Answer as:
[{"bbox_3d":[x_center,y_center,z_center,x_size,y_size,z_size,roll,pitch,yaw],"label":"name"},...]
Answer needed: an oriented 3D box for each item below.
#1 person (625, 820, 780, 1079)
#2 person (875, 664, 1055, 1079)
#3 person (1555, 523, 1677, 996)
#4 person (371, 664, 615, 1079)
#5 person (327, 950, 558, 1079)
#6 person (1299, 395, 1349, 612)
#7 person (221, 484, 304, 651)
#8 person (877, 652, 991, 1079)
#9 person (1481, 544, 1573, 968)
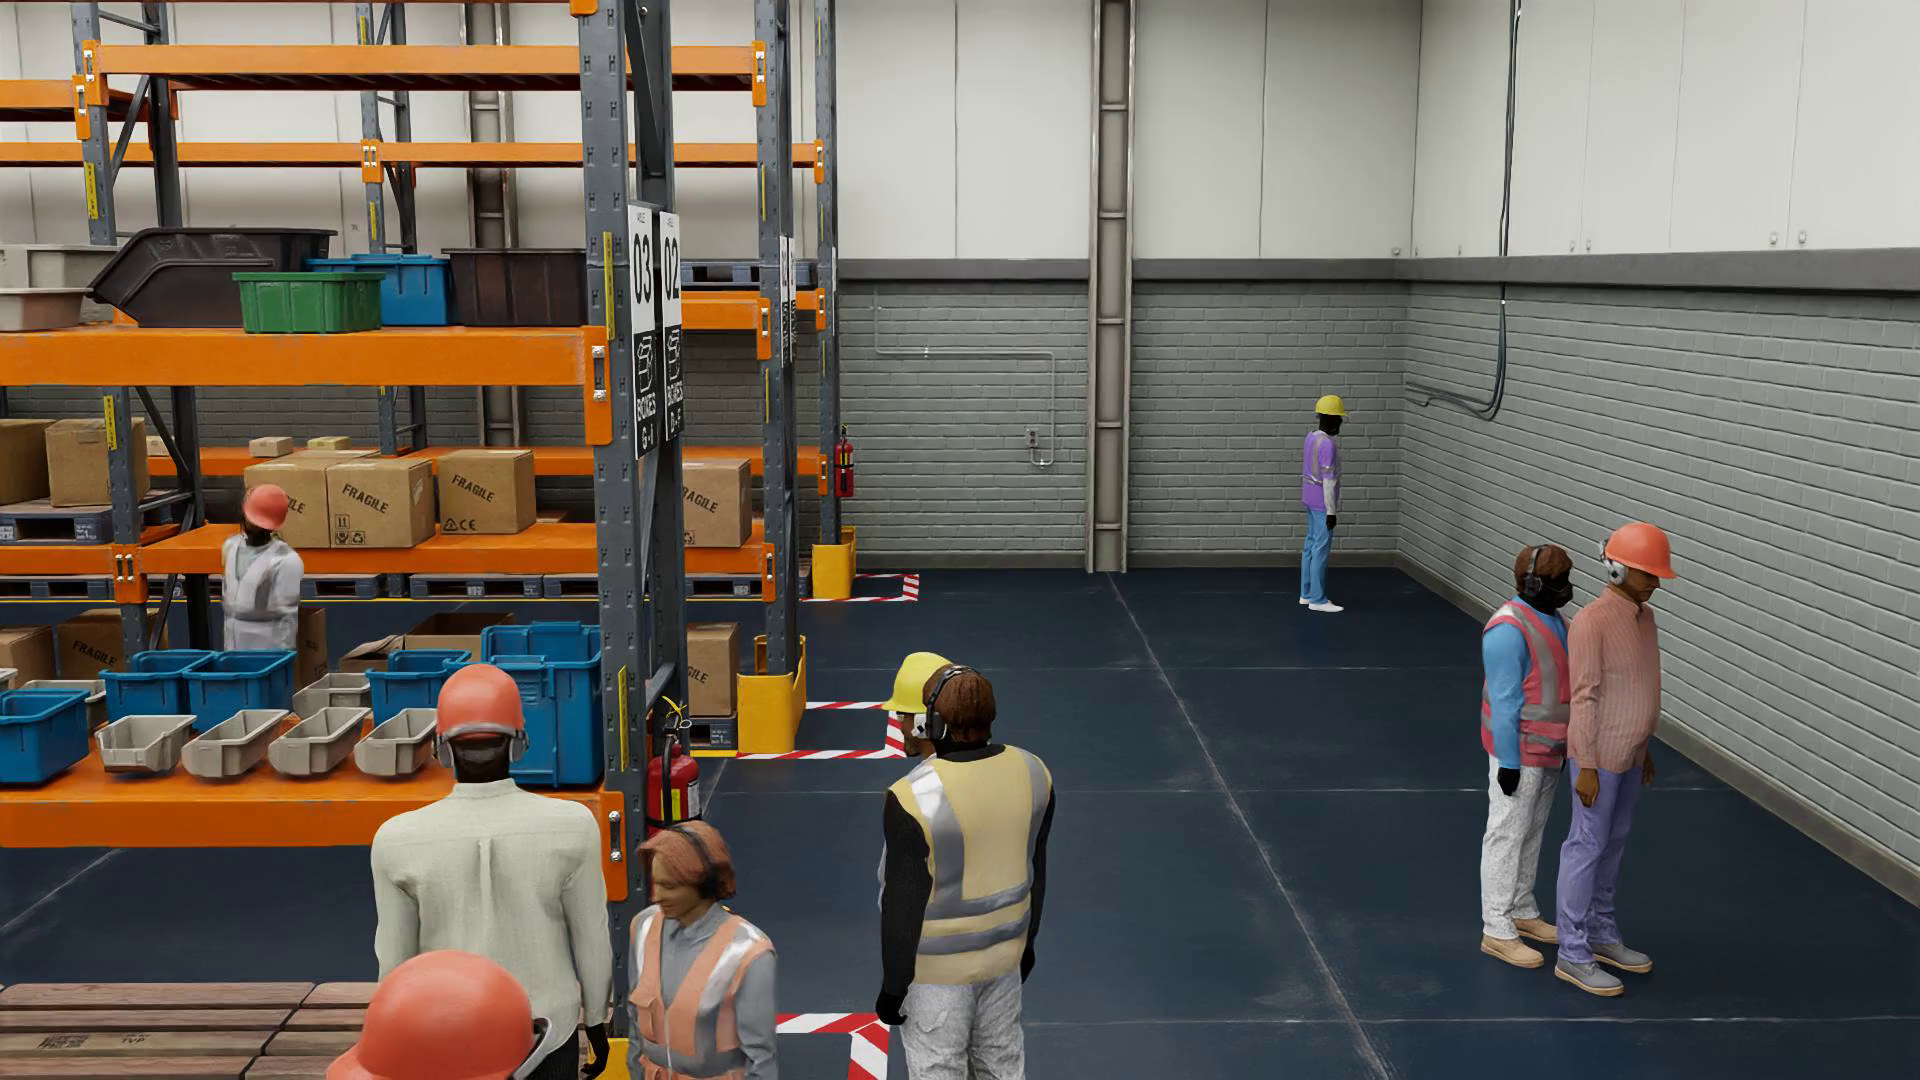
[{"bbox_3d":[-0.664,1.520,4.364,0.522,1.632,0.314,7,11,36],"label":"person"},{"bbox_3d":[-0.007,1.286,5.146,0.633,1.843,0.429,-8,12,-40],"label":"person"},{"bbox_3d":[2.779,0.905,7.045,0.393,1.985,0.611,9,13,44],"label":"person"},{"bbox_3d":[-1.247,1.314,4.508,0.611,1.995,0.376,-3,10,-15],"label":"person"},{"bbox_3d":[-0.761,1.612,2.681,0.391,1.995,0.613,-3,10,-18],"label":"person"},{"bbox_3d":[3.233,-0.326,14.773,0.373,1.923,0.596,-1,9,-5],"label":"person"},{"bbox_3d":[-3.897,0.607,9.232,0.677,1.869,0.393,5,10,26],"label":"person"},{"bbox_3d":[-0.063,1.259,5.387,0.403,1.821,0.595,4,10,24],"label":"person"},{"bbox_3d":[2.528,0.929,7.340,0.430,1.845,0.619,7,12,39],"label":"person"}]
